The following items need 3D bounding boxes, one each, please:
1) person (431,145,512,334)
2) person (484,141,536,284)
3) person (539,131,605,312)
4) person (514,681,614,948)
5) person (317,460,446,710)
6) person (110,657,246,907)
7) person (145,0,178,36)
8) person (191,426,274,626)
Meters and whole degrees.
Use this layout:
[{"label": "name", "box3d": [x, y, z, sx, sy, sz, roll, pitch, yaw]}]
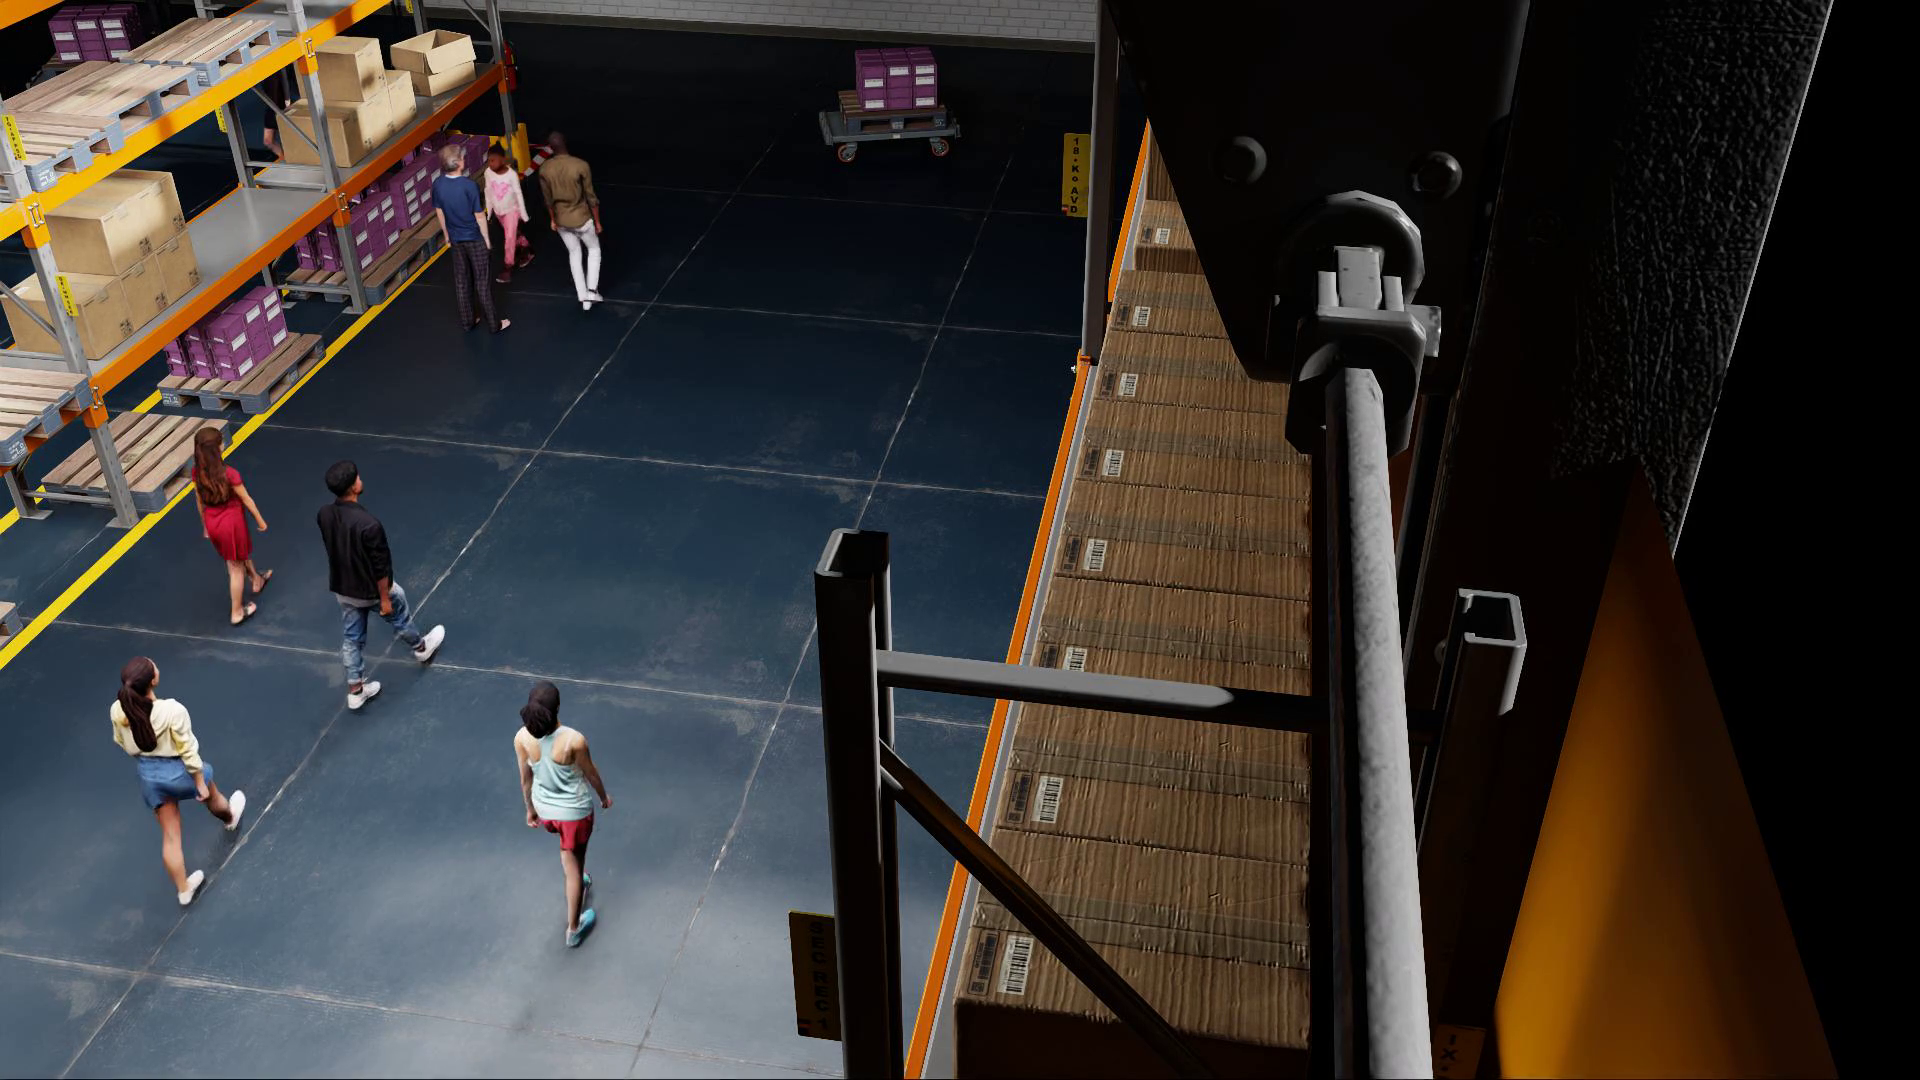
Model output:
[{"label": "person", "box3d": [-4.722, -2.873, 15.940, 0.665, 1.869, 0.546, 8, 34, 11]}, {"label": "person", "box3d": [-4.650, -3.433, 17.194, 0.683, 1.413, 1.061, 11, 35, 17]}, {"label": "person", "box3d": [-3.807, -3.085, 16.316, 0.759, 1.807, 0.629, 5, 34, 7]}, {"label": "person", "box3d": [-2.255, 1.587, 9.340, 0.599, 1.749, 0.748, 9, 35, 13]}, {"label": "person", "box3d": [-4.073, 0.351, 11.177, 0.865, 1.773, 1.179, 13, 36, 19]}, {"label": "person", "box3d": [-4.646, 1.442, 9.705, 0.776, 1.586, 1.114, 1, 34, 1]}, {"label": "person", "box3d": [-11.772, -8.193, 24.179, 0.764, 1.610, 0.673, 15, 37, 22]}, {"label": "person", "box3d": [-5.335, -0.068, 12.029, 0.545, 1.527, 0.844, 7, 34, 10]}]
